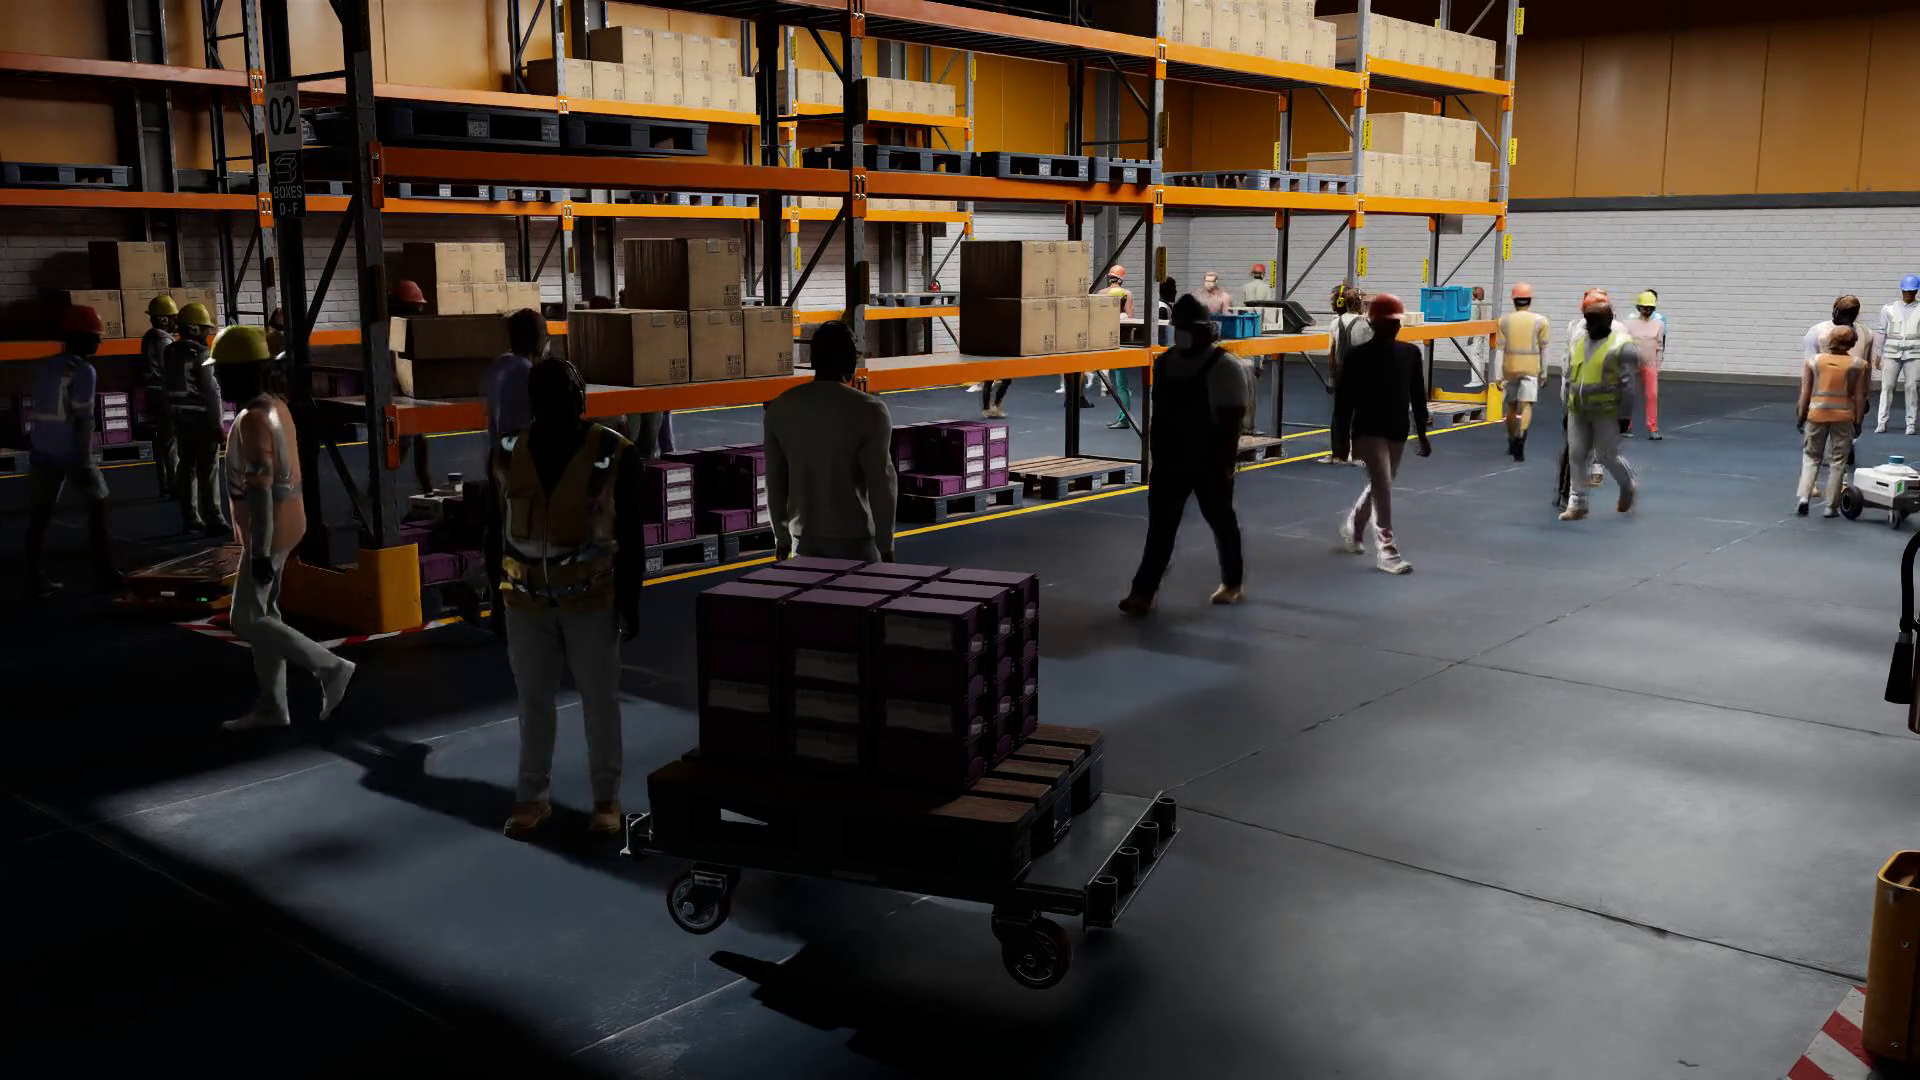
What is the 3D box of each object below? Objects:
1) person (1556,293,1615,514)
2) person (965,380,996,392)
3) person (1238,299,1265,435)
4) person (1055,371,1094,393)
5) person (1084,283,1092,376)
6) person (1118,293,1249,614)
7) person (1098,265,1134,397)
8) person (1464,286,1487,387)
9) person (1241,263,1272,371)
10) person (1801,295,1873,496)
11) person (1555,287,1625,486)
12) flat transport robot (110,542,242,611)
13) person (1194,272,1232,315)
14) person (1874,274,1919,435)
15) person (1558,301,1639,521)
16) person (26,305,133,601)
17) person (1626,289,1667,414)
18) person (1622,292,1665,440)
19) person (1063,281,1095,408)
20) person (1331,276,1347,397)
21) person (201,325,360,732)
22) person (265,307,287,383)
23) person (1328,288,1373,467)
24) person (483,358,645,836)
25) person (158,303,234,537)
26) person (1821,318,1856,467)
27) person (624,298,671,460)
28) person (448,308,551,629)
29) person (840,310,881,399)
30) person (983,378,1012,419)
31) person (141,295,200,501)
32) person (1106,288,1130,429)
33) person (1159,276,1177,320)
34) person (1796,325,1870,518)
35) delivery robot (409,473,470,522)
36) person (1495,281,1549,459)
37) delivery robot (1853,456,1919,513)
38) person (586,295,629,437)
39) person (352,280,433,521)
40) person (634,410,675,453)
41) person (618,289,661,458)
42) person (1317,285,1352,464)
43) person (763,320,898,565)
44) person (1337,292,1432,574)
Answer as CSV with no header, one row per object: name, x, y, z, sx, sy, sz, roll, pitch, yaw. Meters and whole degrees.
person,5.344,-1.172,14.257,0.413,1.890,0.739,4,11,20
person,0.279,-3.252,26.058,0.459,1.887,0.648,-10,14,-44
person,3.532,-2.095,20.179,0.307,1.639,0.525,-1,10,-7
person,1.774,-3.100,25.976,0.550,1.614,0.531,-7,12,-35
person,2.058,-3.878,29.206,0.392,2.034,0.605,9,13,41
person,1.451,-0.565,10.323,0.698,2.000,1.034,9,13,41
person,2.365,-3.174,25.307,0.625,1.992,0.389,6,12,31
person,8.391,-3.297,27.028,0.310,1.636,0.523,7,12,35
person,5.468,-4.076,30.492,0.650,1.969,0.598,5,11,29
person,7.976,-1.306,15.130,0.621,1.838,0.429,0,10,0
person,6.001,-1.457,15.843,0.573,1.887,0.355,9,13,42
flat transport robot,-4.832,0.224,10.865,0.652,0.197,1.431,1,10,5
person,3.782,-3.131,25.350,0.679,1.887,0.540,5,11,28
person,11.435,-2.243,20.171,0.611,1.938,0.413,6,12,32
person,5.327,-1.071,13.829,0.691,1.823,0.637,-7,12,-34
person,-5.756,-0.556,10.758,0.544,1.886,0.685,5,11,27
person,9.343,-2.567,22.701,0.563,1.694,0.348,6,12,32
person,8.025,-2.030,19.558,0.540,1.733,0.825,1,10,5
person,1.675,-2.839,23.567,0.379,1.938,0.547,-7,12,-35
person,5.761,-3.037,24.952,0.373,1.843,0.569,-1,10,-4
person,-3.163,-0.036,7.682,0.538,1.906,0.599,-3,10,-15
person,-7.265,-1.687,17.899,0.496,1.629,0.277,7,12,34
person,4.053,-1.677,17.227,0.349,1.842,0.505,-10,14,-44
person,-1.522,0.226,6.387,0.622,1.845,0.429,0,10,2
person,-5.967,-0.934,13.043,0.586,1.823,0.403,6,11,30
person,9.001,-1.593,16.984,0.533,1.749,0.581,3,11,19
person,-2.777,-1.226,14.380,0.354,1.937,0.635,9,13,42
person,-2.558,-0.368,9.548,0.673,1.919,0.634,-9,13,-40
person,-0.940,-1.245,15.131,0.500,1.719,0.744,9,13,40
person,0.503,-2.418,21.868,0.456,1.679,0.556,-2,10,-14
person,-7.087,-1.268,14.921,0.404,1.833,0.590,-9,13,-40
person,1.984,-2.269,20.837,0.337,1.759,0.524,1,10,5
person,2.443,-2.223,20.110,0.379,1.918,0.597,1,10,3
person,7.307,-0.995,13.978,0.526,1.613,0.451,8,13,39
delivery robot,-3.799,-0.263,12.563,0.477,0.478,0.707,6,12,30
person,6.022,-1.821,17.883,0.550,1.909,0.867,4,11,22
delivery robot,7.640,-0.445,13.601,0.477,0.478,0.707,0,10,-1
person,-2.858,-1.031,13.438,0.575,1.882,0.367,9,14,42
person,-4.623,-1.128,13.688,0.603,2.002,1.045,9,14,42
person,-3.186,-1.688,17.121,0.639,1.902,0.407,1,10,3
person,-3.522,-1.751,17.716,0.939,1.823,0.516,-5,11,-28
person,3.979,-1.732,17.447,0.328,1.875,0.513,6,11,29
person,-0.563,-0.002,7.410,0.637,1.938,0.356,5,11,25
person,2.984,-0.788,11.867,0.607,1.959,1.013,-4,11,-20
